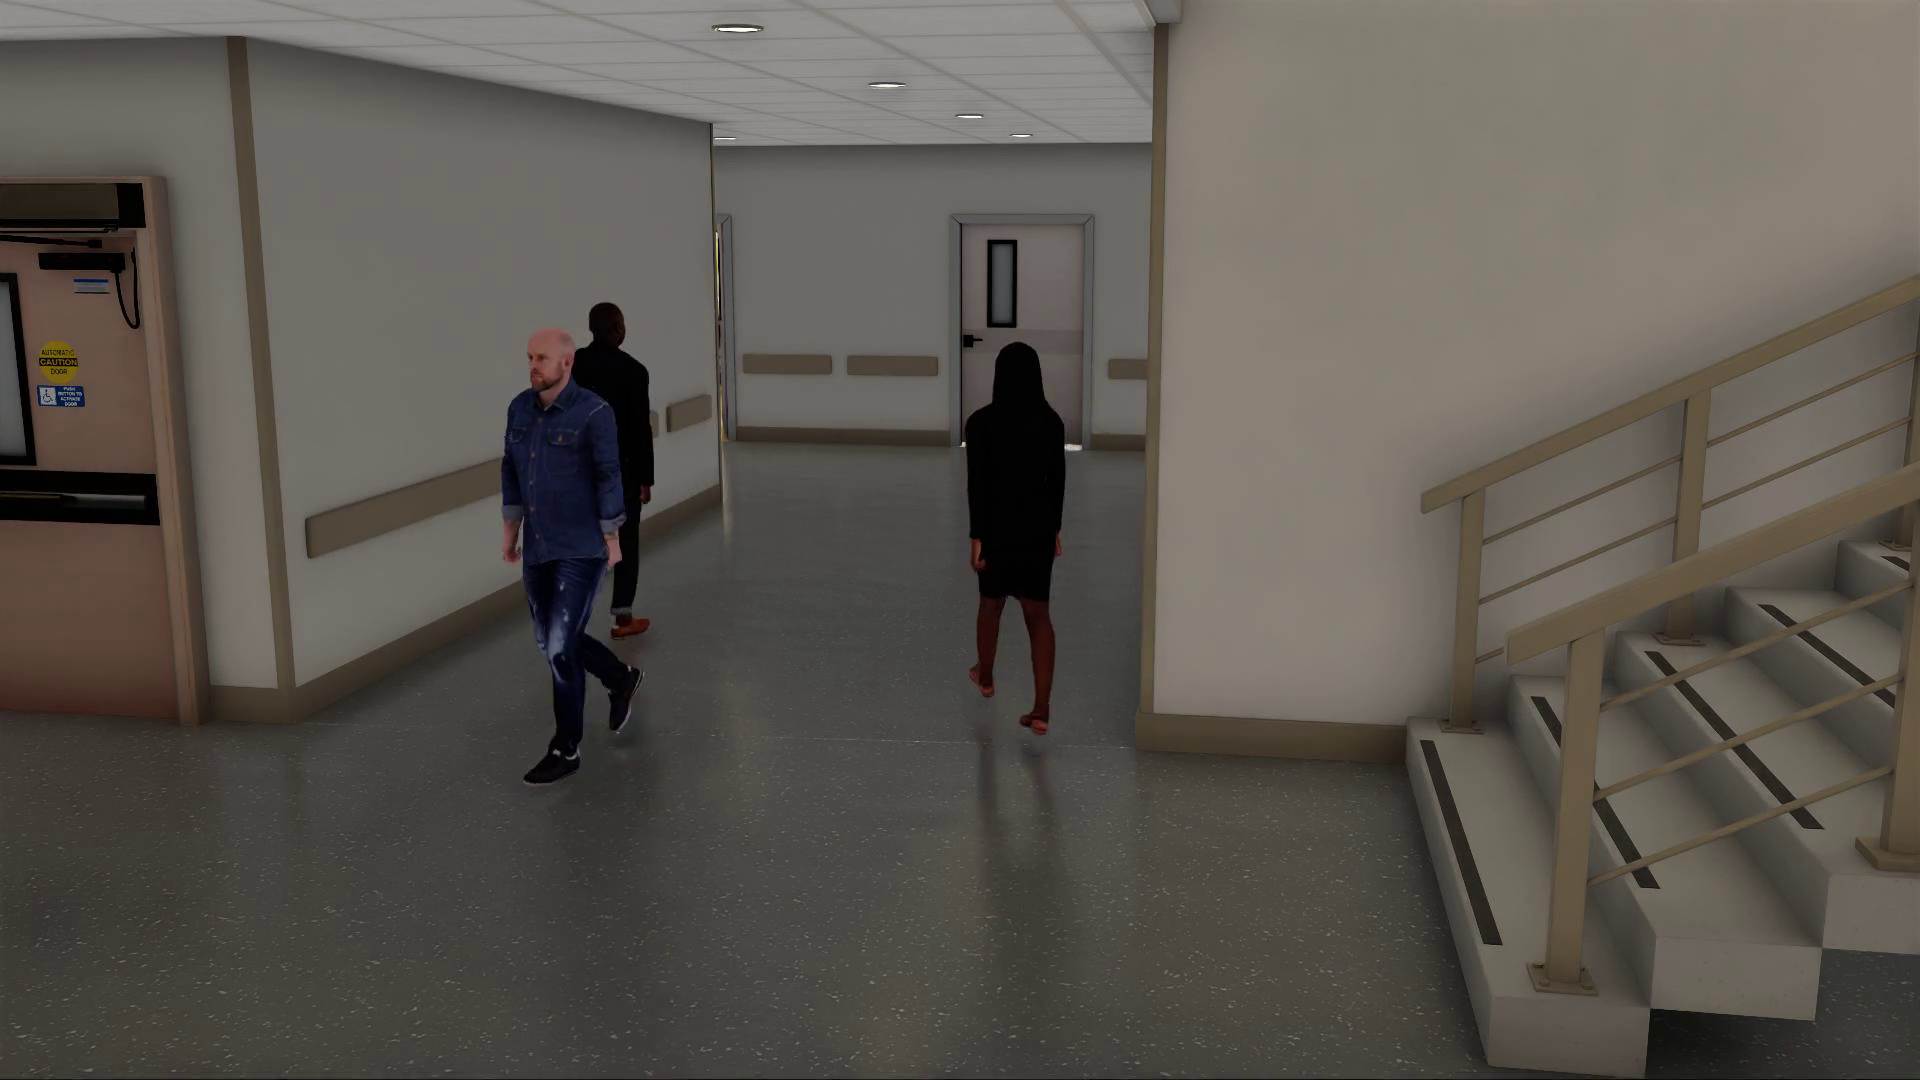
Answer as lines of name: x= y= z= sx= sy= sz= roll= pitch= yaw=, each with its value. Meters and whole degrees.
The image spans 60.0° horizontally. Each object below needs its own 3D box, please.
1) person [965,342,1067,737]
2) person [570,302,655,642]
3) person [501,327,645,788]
person: x=0.273 y=0.032 z=7.208 sx=1.236 sy=1.667 sz=1.044 roll=-3 pitch=11 yaw=-14
person: x=-1.914 y=-0.330 z=8.746 sx=0.892 sy=1.806 sz=0.866 roll=4 pitch=12 yaw=21
person: x=-1.562 y=0.048 z=6.772 sx=1.120 sy=1.799 sz=1.012 roll=6 pitch=12 yaw=30
